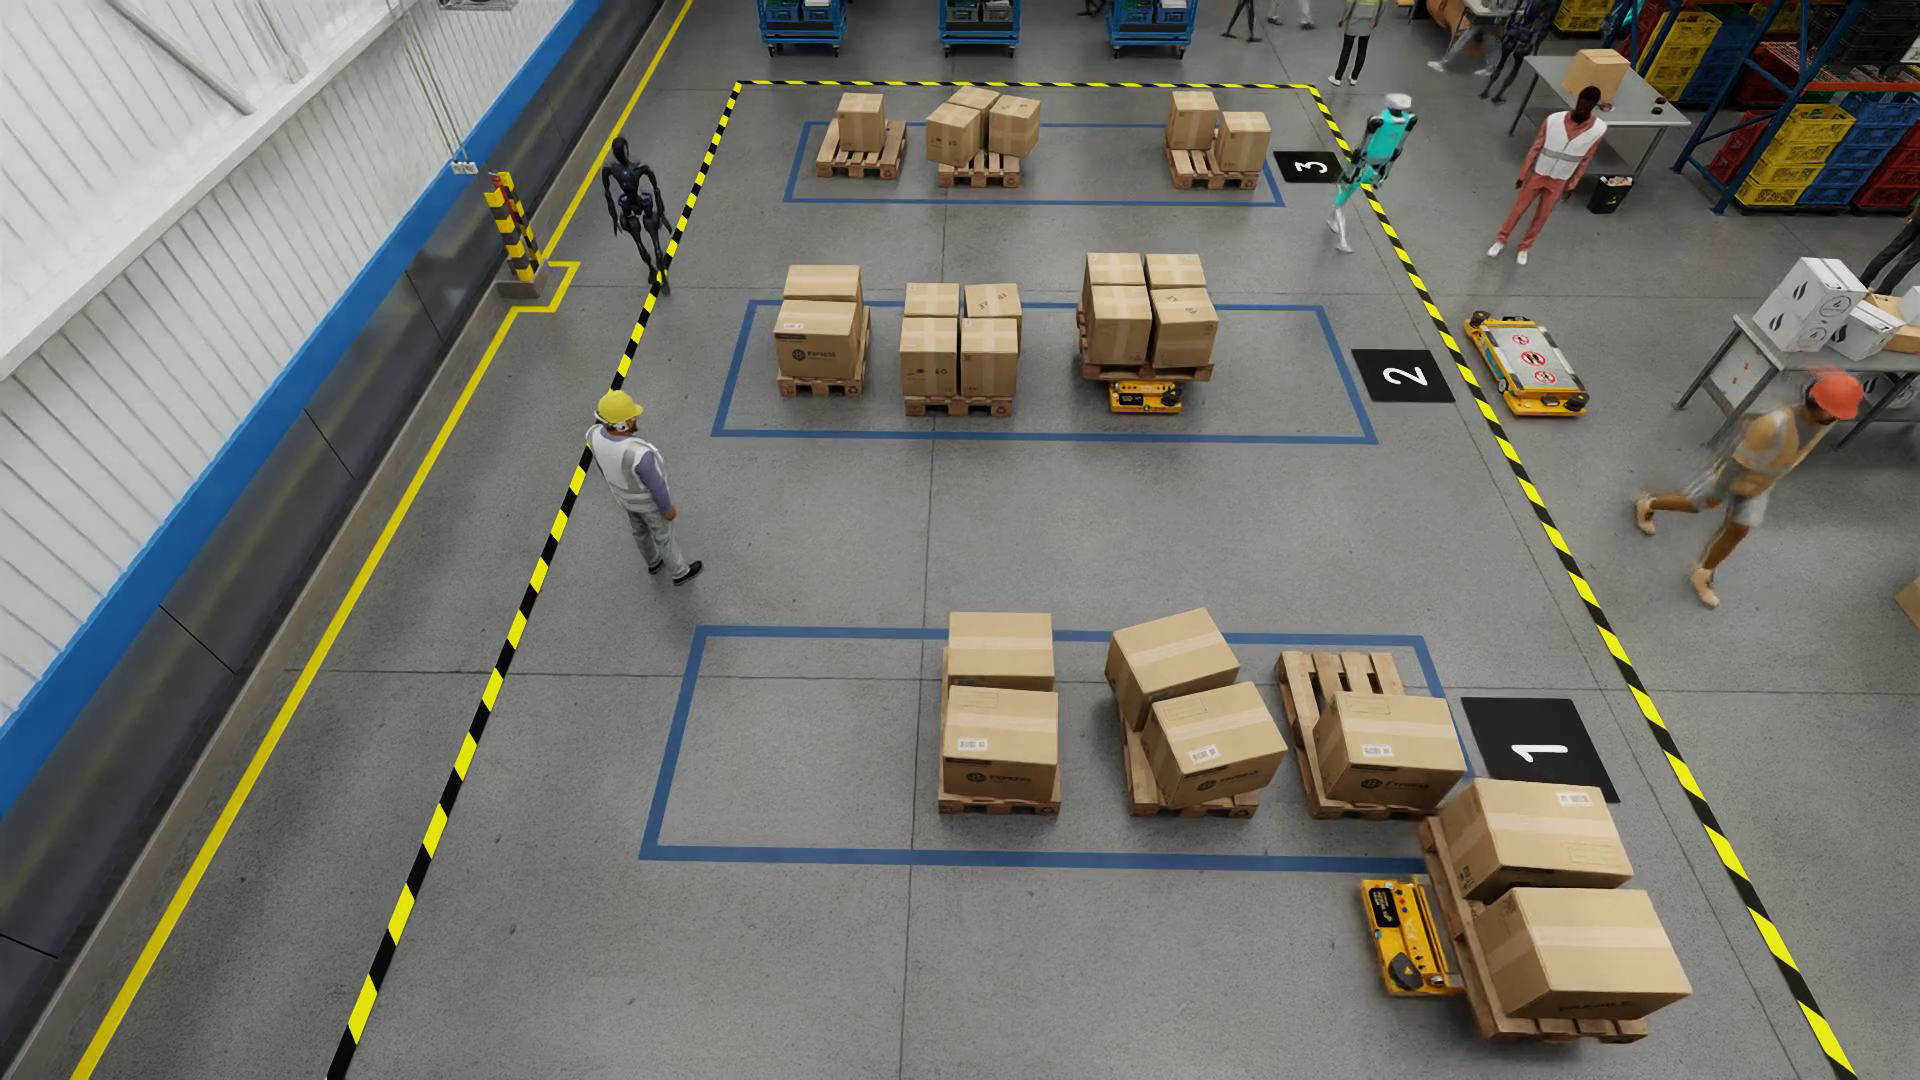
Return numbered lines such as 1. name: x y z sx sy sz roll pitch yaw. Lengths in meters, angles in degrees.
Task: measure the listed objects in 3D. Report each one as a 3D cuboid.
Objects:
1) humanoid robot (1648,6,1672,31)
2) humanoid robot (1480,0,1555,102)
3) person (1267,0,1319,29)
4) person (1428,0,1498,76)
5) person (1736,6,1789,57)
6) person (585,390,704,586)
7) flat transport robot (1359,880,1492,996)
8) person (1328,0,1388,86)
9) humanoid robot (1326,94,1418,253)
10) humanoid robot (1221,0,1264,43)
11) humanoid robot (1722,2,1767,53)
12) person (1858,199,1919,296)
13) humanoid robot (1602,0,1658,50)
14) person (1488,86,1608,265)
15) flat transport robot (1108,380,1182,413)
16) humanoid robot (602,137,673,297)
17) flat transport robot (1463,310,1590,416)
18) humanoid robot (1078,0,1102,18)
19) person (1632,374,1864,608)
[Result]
1. humanoid robot: 10.239 -7.594 13.160 0.938 1.769 0.561 4 49 4
2. humanoid robot: 7.653 -6.856 12.561 0.419 1.658 0.599 -24 53 -20
3. person: 5.358 -8.887 14.211 0.938 1.791 0.555 36 58 27
4. person: 7.549 -7.576 13.148 0.936 1.683 0.486 24 53 19
5. person: 12.084 -7.891 13.322 0.543 1.845 0.625 -5 49 -4
6. person: -2.355 -0.356 6.813 0.590 1.822 0.404 25 54 20
7. flat transport robot: 3.217 2.358 5.474 1.431 0.197 0.652 1 49 1
8. person: 5.639 -7.370 12.867 0.587 1.850 0.396 1 49 1
9. humanoid robot: 4.415 -4.096 10.092 0.540 1.728 0.969 -9 50 -8
10. humanoid robot: 4.490 -8.502 13.974 0.680 1.637 0.608 14 51 12
11. humanoid robot: 11.811 -8.104 13.625 0.600 1.647 0.599 7 50 6
12. person: 9.824 -3.199 9.258 0.344 1.846 0.506 -3 49 -3
13. humanoid robot: 9.794 -7.817 13.284 0.703 1.733 0.534 3 49 3
14. person: 6.326 -3.904 9.828 0.590 1.912 0.381 21 52 18
15. flat transport robot: 1.773 -1.807 9.079 0.652 0.197 1.431 1 49 1
16. humanoid robot: -3.327 -3.343 9.499 0.600 1.639 0.604 -7 49 -6
17. flat transport robot: 5.573 -1.757 9.054 0.659 0.231 1.431 1 49 1
18. humanoid robot: 2.116 -9.241 14.602 0.429 1.633 0.608 0 49 0
19. person: 5.828 -0.506 6.834 0.601 2.000 1.021 -4 49 -3
